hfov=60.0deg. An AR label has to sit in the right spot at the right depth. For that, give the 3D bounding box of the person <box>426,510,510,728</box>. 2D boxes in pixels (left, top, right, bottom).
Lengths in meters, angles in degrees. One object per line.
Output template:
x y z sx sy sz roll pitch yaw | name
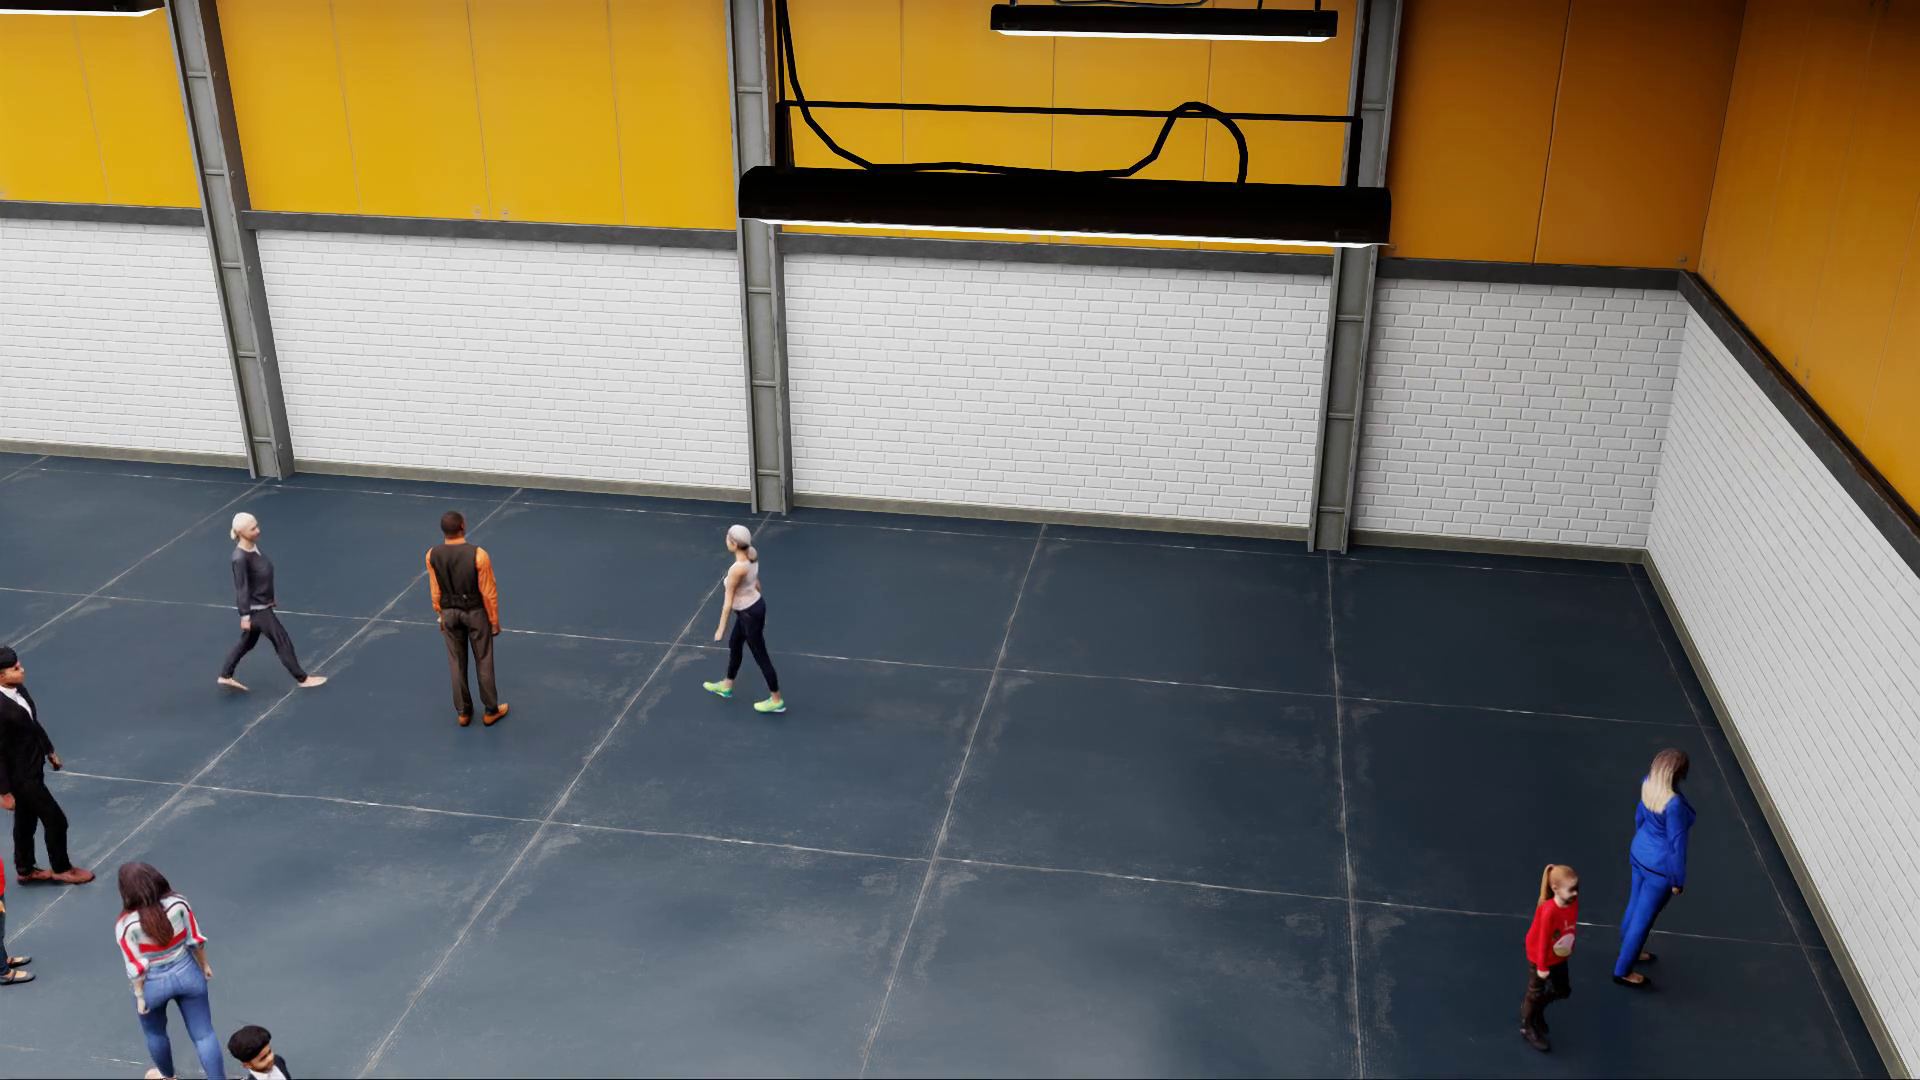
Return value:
-4.076 0.642 13.715 0.591 1.909 0.782 1 24 1 | person

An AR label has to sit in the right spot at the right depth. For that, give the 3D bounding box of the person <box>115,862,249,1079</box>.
-4.552 2.591 9.660 0.885 1.585 0.961 -16 28 -33 | person

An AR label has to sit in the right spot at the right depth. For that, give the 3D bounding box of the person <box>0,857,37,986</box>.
-6.278 2.268 10.742 0.629 1.311 0.574 -13 27 -27 | person

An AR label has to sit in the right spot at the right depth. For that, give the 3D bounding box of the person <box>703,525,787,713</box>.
-1.670 0.692 13.897 0.999 1.671 0.641 5 24 10 | person

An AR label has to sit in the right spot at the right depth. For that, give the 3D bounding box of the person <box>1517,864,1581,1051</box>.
3.574 2.518 10.211 0.598 1.278 0.662 -13 27 -28 | person

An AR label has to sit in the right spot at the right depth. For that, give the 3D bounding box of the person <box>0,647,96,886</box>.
-6.618 1.611 11.558 0.927 1.860 0.877 -5 24 -12 | person

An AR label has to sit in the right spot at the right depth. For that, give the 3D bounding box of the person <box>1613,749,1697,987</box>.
4.434 2.084 10.672 0.730 1.702 0.708 -2 24 -5 | person

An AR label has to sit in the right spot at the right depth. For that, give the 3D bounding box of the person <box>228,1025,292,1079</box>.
-3.738 3.108 8.939 0.653 1.216 0.503 4 24 8 | person

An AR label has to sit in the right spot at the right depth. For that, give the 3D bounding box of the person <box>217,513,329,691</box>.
-6.082 0.563 14.171 1.225 1.687 0.924 -5 24 -11 | person
